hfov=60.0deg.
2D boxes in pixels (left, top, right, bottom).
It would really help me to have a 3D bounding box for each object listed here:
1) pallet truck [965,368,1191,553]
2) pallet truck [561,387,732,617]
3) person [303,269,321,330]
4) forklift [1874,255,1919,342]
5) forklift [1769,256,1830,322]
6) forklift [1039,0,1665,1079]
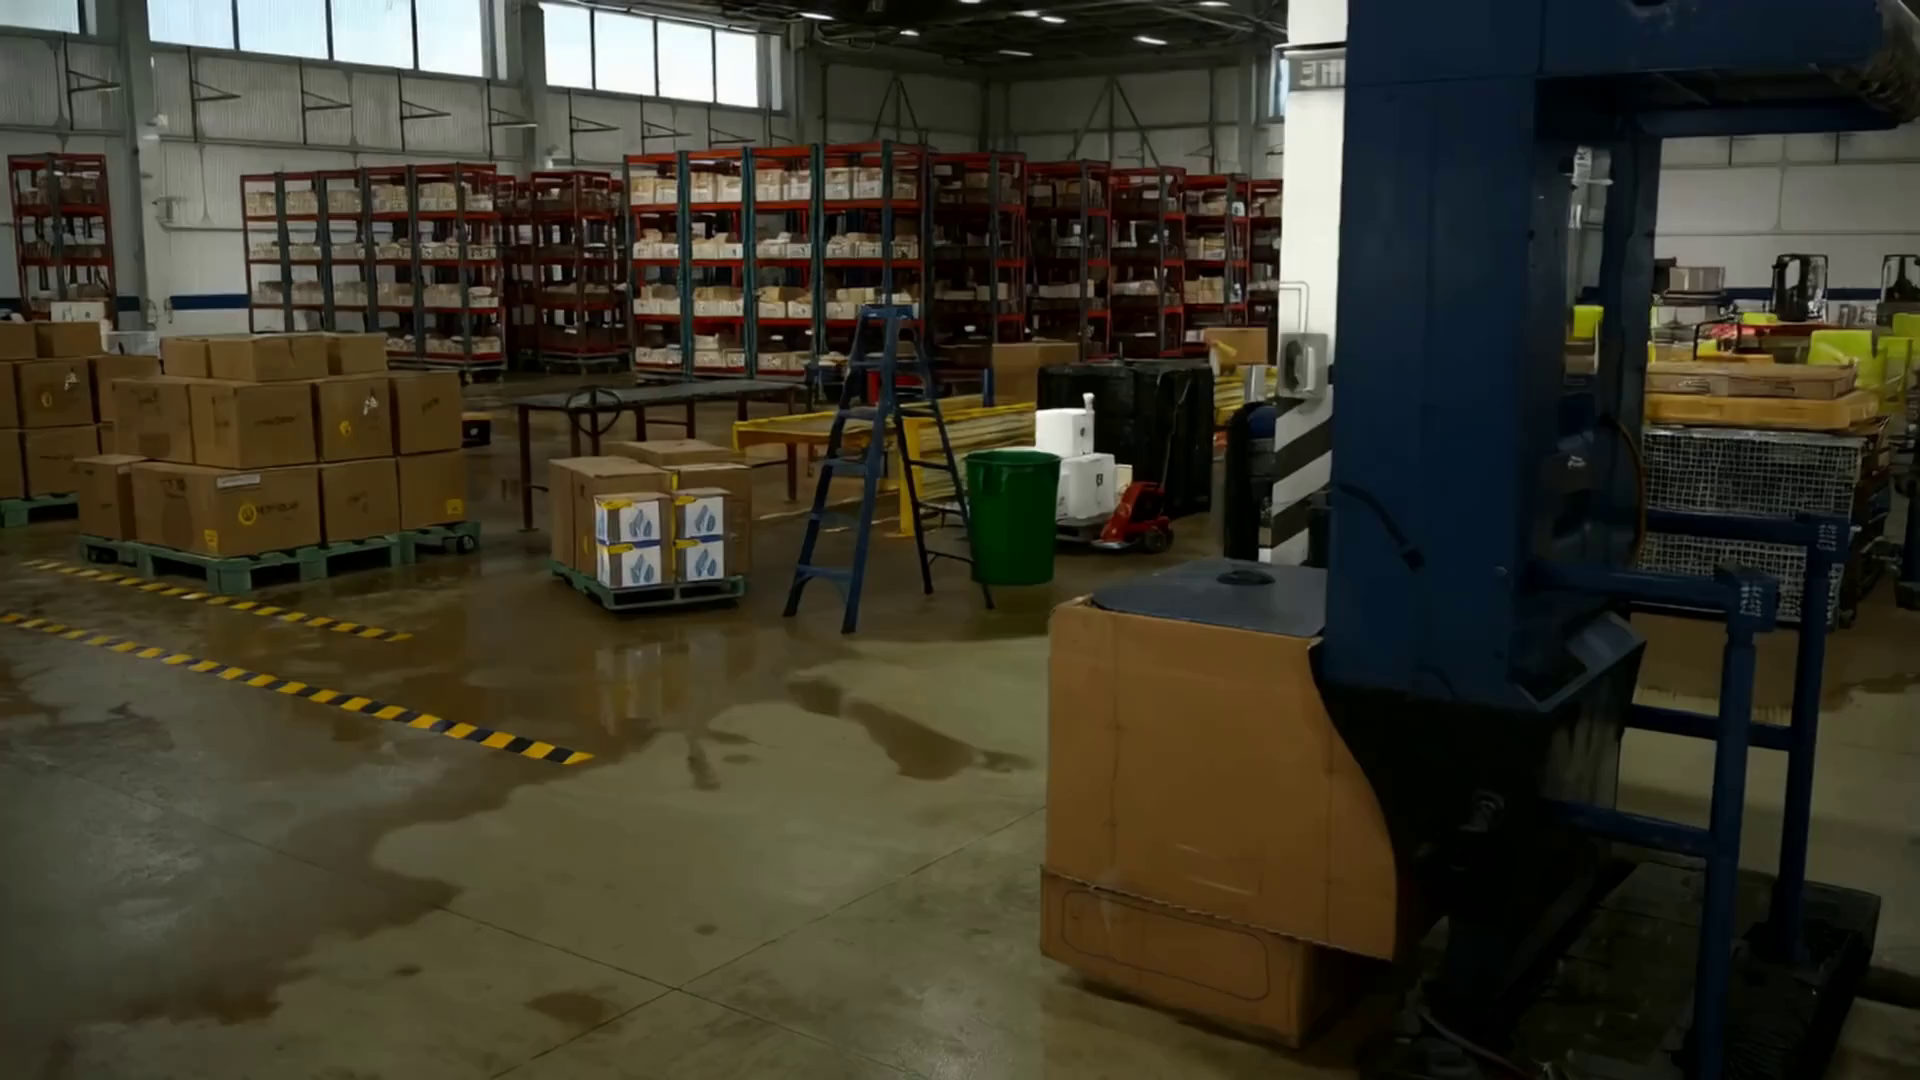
[{"bbox_3d":[0.845,-0.609,11.869,1.630,1.274,0.653,7,12,35],"label":"pallet truck"},{"bbox_3d":[-1.981,-0.274,10.088,0.680,1.201,1.601,-5,11,-28],"label":"pallet truck"},{"bbox_3d":[-13.230,-4.598,33.999,0.390,1.846,0.563,-1,10,-8],"label":"person"},{"bbox_3d":[22.089,-5.634,38.796,1.157,1.987,2.680,6,11,33],"label":"forklift"},{"bbox_3d":[20.253,-5.854,40.139,1.157,1.987,2.680,7,12,35],"label":"forklift"},{"bbox_3d":[1.249,-0.137,4.360,1.873,2.768,1.129,7,12,35],"label":"forklift"}]
